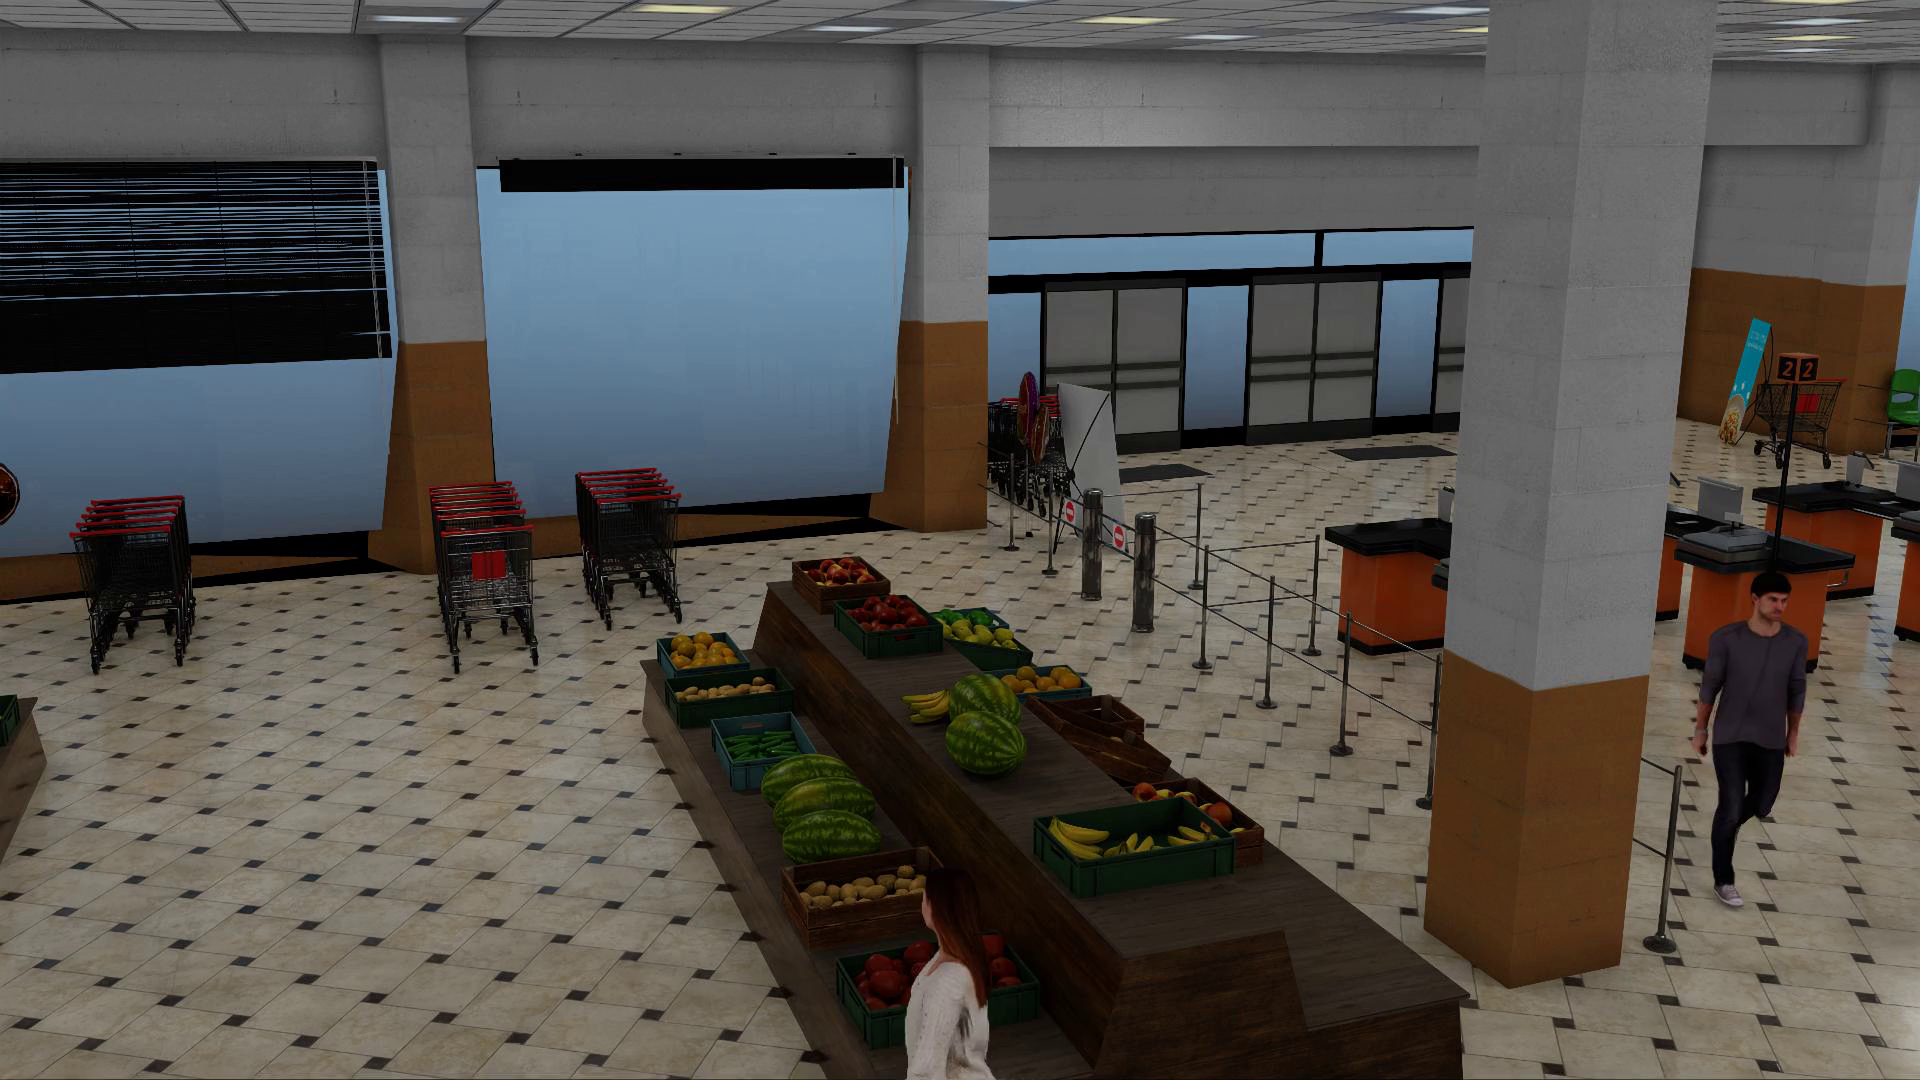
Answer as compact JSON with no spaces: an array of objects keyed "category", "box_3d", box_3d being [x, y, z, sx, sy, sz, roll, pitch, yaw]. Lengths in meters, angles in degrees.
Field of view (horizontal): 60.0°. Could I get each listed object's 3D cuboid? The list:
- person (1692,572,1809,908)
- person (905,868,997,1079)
[{"category":"person","box_3d":[4.336,1.046,9.199,0.991,1.829,1.159,2,14,7]},{"category":"person","box_3d":[0.062,1.958,5.769,0.798,1.675,0.653,0,14,0]}]
